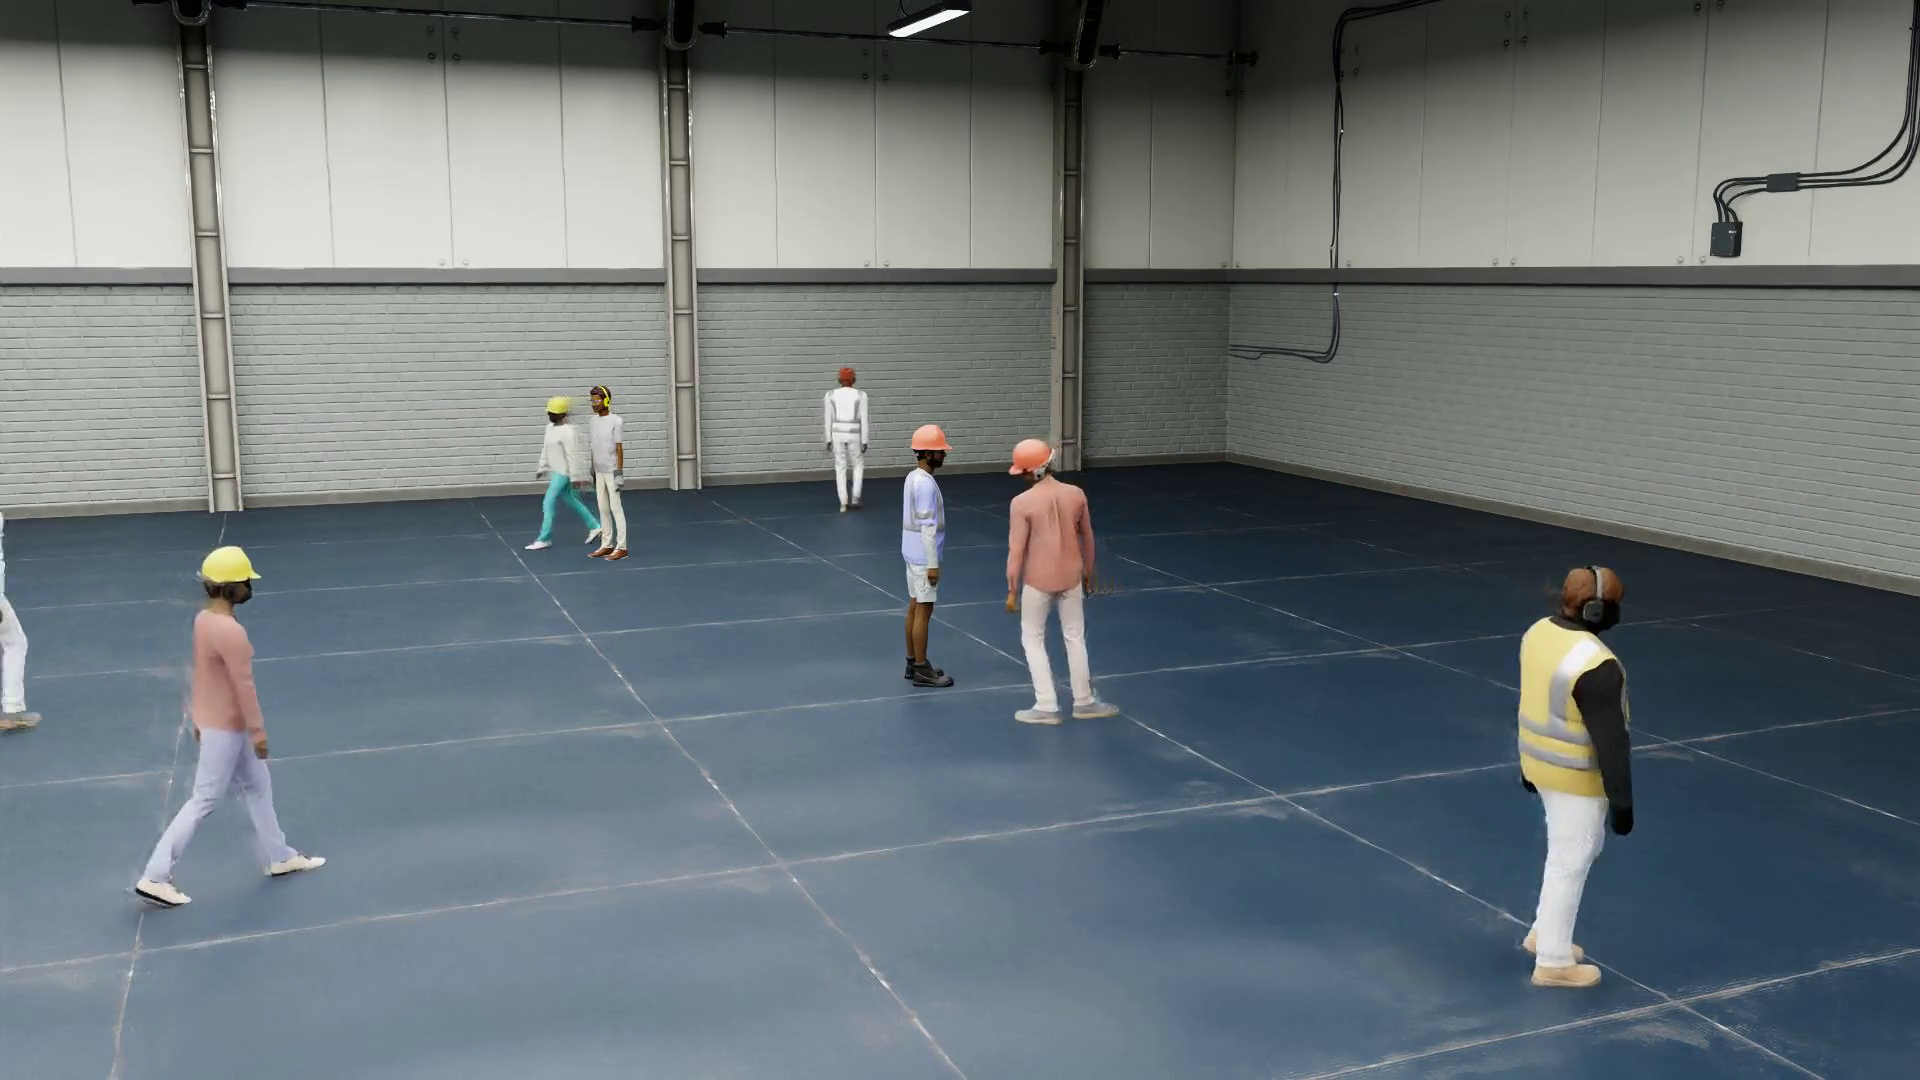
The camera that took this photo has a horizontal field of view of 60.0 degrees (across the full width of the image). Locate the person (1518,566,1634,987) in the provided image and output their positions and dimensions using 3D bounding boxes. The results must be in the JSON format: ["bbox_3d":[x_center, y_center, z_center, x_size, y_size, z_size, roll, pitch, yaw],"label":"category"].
[{"bbox_3d":[2.630,1.010,7.040,0.499,1.828,0.665,-1,9,-5],"label":"person"}]

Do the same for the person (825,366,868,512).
[{"bbox_3d":[-1.453,-1.303,21.431,0.576,1.867,0.501,1,9,5],"label":"person"}]

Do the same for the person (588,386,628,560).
[{"bbox_3d":[-3.779,-0.713,17.773,0.519,1.861,0.318,7,11,37],"label":"person"}]

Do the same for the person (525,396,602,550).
[{"bbox_3d":[-4.395,-0.761,18.520,0.902,1.707,0.538,-6,11,-31],"label":"person"}]

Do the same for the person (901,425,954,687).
[{"bbox_3d":[-0.243,0.114,12.318,0.370,1.939,0.543,-2,9,-11],"label":"person"}]

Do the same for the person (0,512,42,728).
[{"bbox_3d":[-6.438,0.367,11.000,0.573,1.858,0.666,3,9,16],"label":"person"}]

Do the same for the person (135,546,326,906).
[{"bbox_3d":[-3.629,0.892,8.114,0.892,1.729,0.540,-7,11,-36],"label":"person"}]

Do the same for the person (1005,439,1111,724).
[{"bbox_3d":[0.691,0.285,11.281,0.827,1.948,0.363,-4,10,-21],"label":"person"}]
